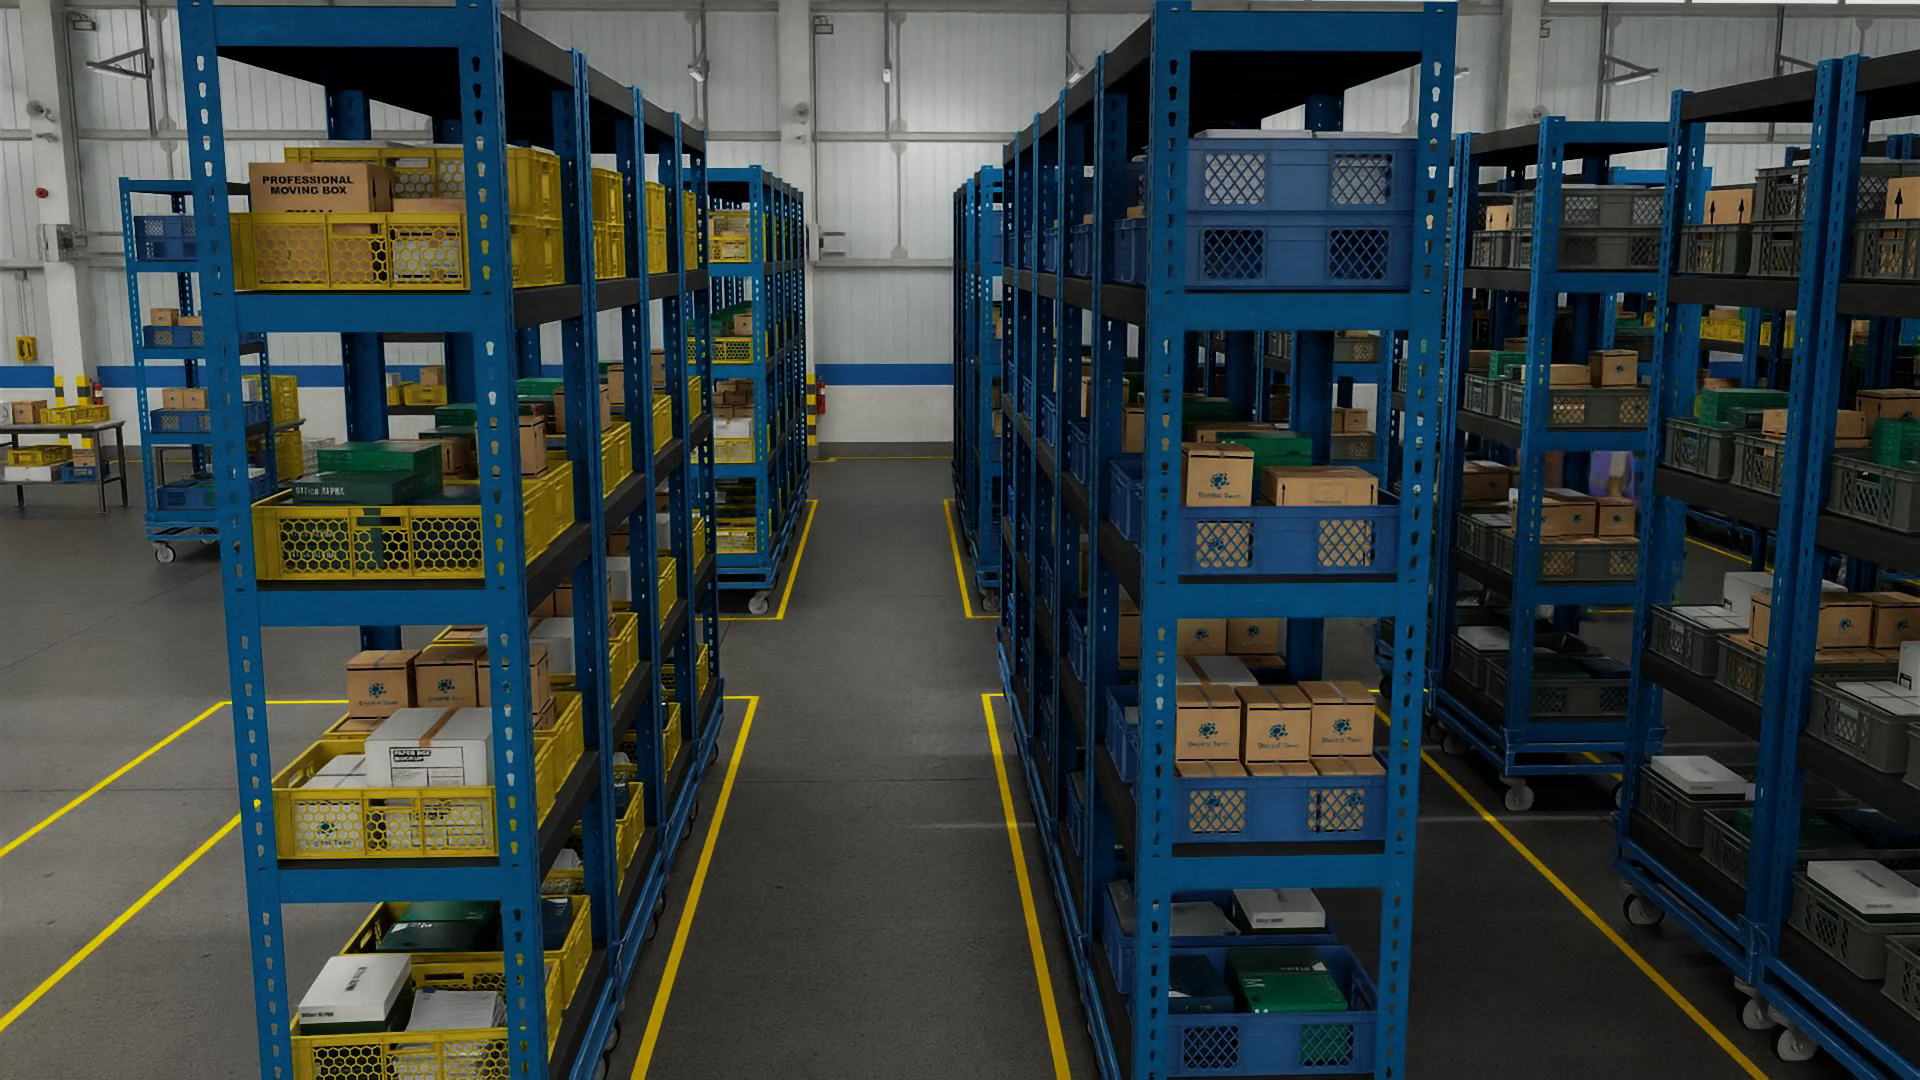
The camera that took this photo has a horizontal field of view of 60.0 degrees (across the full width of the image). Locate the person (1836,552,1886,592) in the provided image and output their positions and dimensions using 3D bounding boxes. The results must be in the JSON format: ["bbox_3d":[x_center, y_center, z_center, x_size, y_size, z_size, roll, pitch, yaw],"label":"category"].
[{"bbox_3d":[6.712,-0.079,12.238,0.595,1.826,0.403,-4,11,-22],"label":"person"}]

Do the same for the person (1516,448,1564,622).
[{"bbox_3d":[4.175,-0.085,11.848,0.447,1.972,0.606,-4,11,-19],"label":"person"}]

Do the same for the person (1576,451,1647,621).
[{"bbox_3d":[5.128,-0.225,13.098,0.727,1.813,0.584,1,10,3],"label":"person"}]
